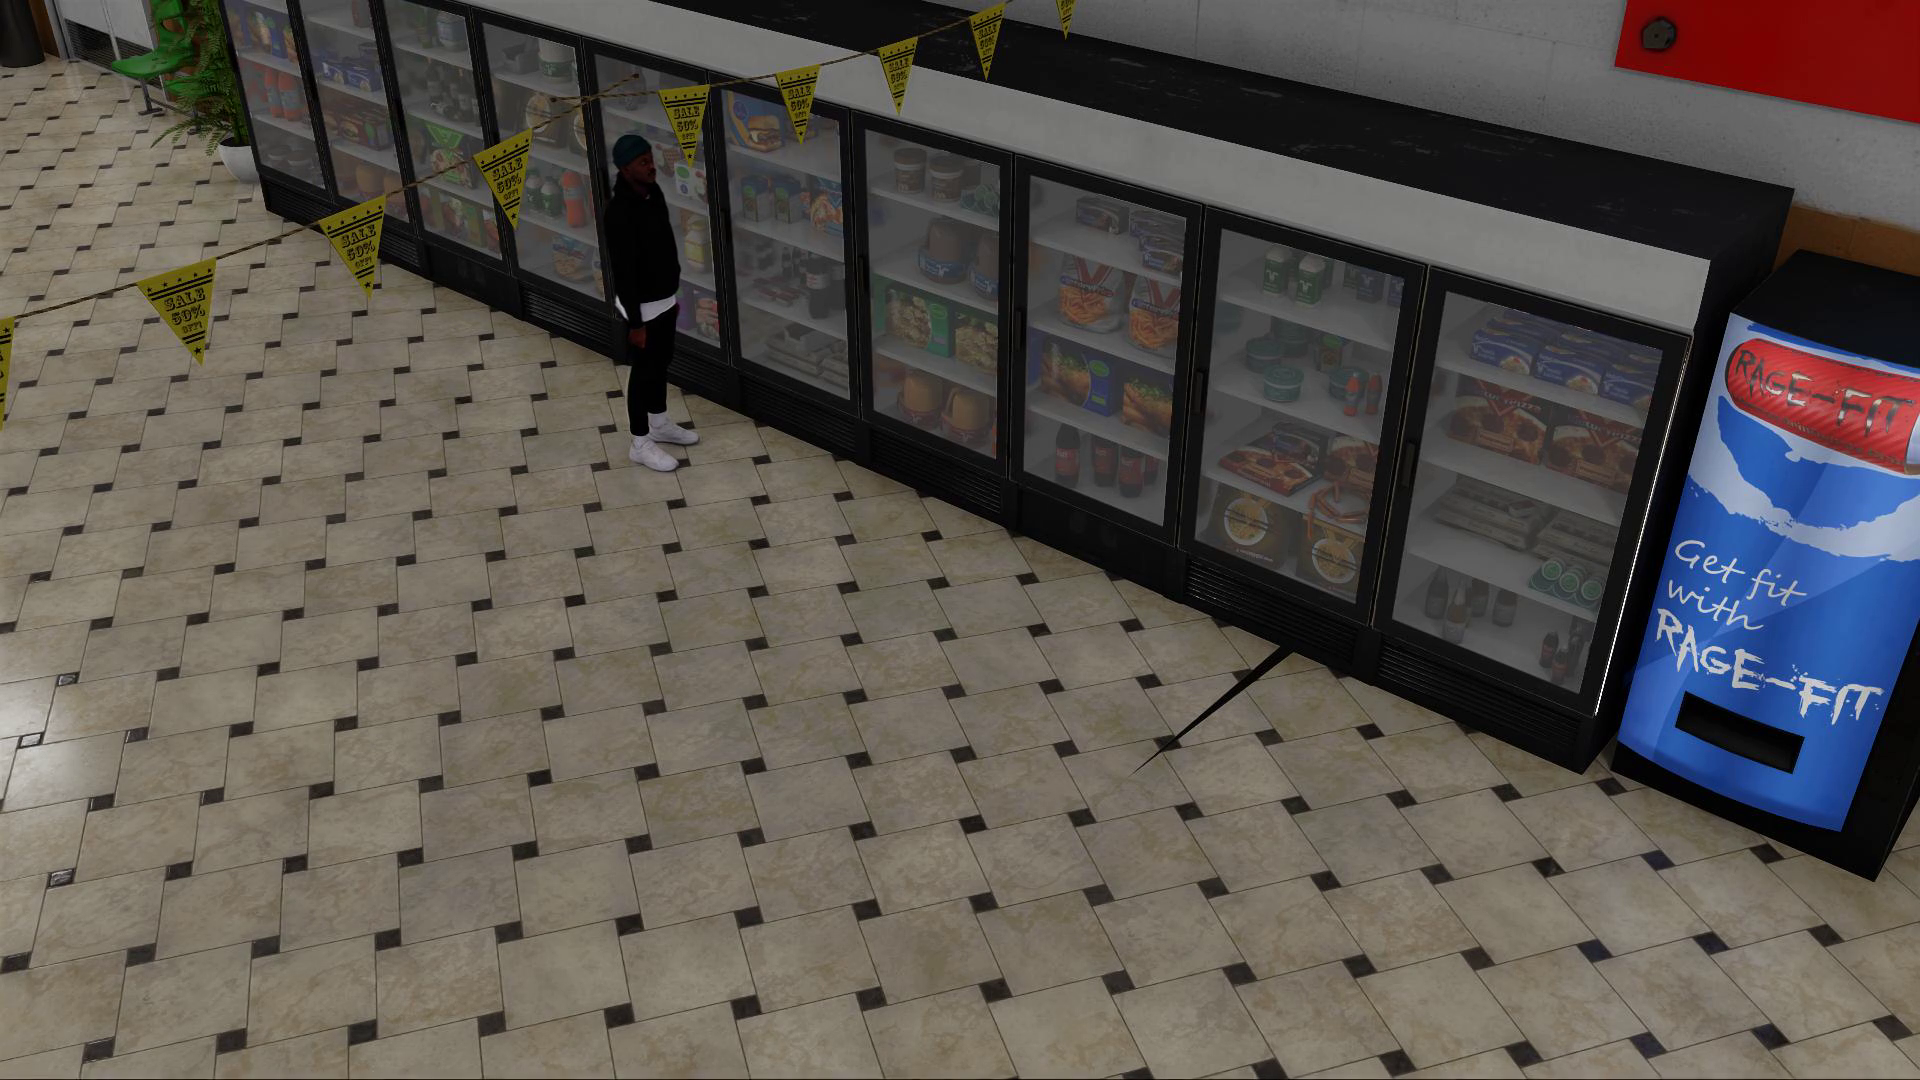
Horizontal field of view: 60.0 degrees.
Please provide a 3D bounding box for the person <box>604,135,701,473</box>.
[{"bbox_3d":[-1.666,-1.276,8.848,0.810,1.817,0.659,8,33,13],"label":"person"}]
